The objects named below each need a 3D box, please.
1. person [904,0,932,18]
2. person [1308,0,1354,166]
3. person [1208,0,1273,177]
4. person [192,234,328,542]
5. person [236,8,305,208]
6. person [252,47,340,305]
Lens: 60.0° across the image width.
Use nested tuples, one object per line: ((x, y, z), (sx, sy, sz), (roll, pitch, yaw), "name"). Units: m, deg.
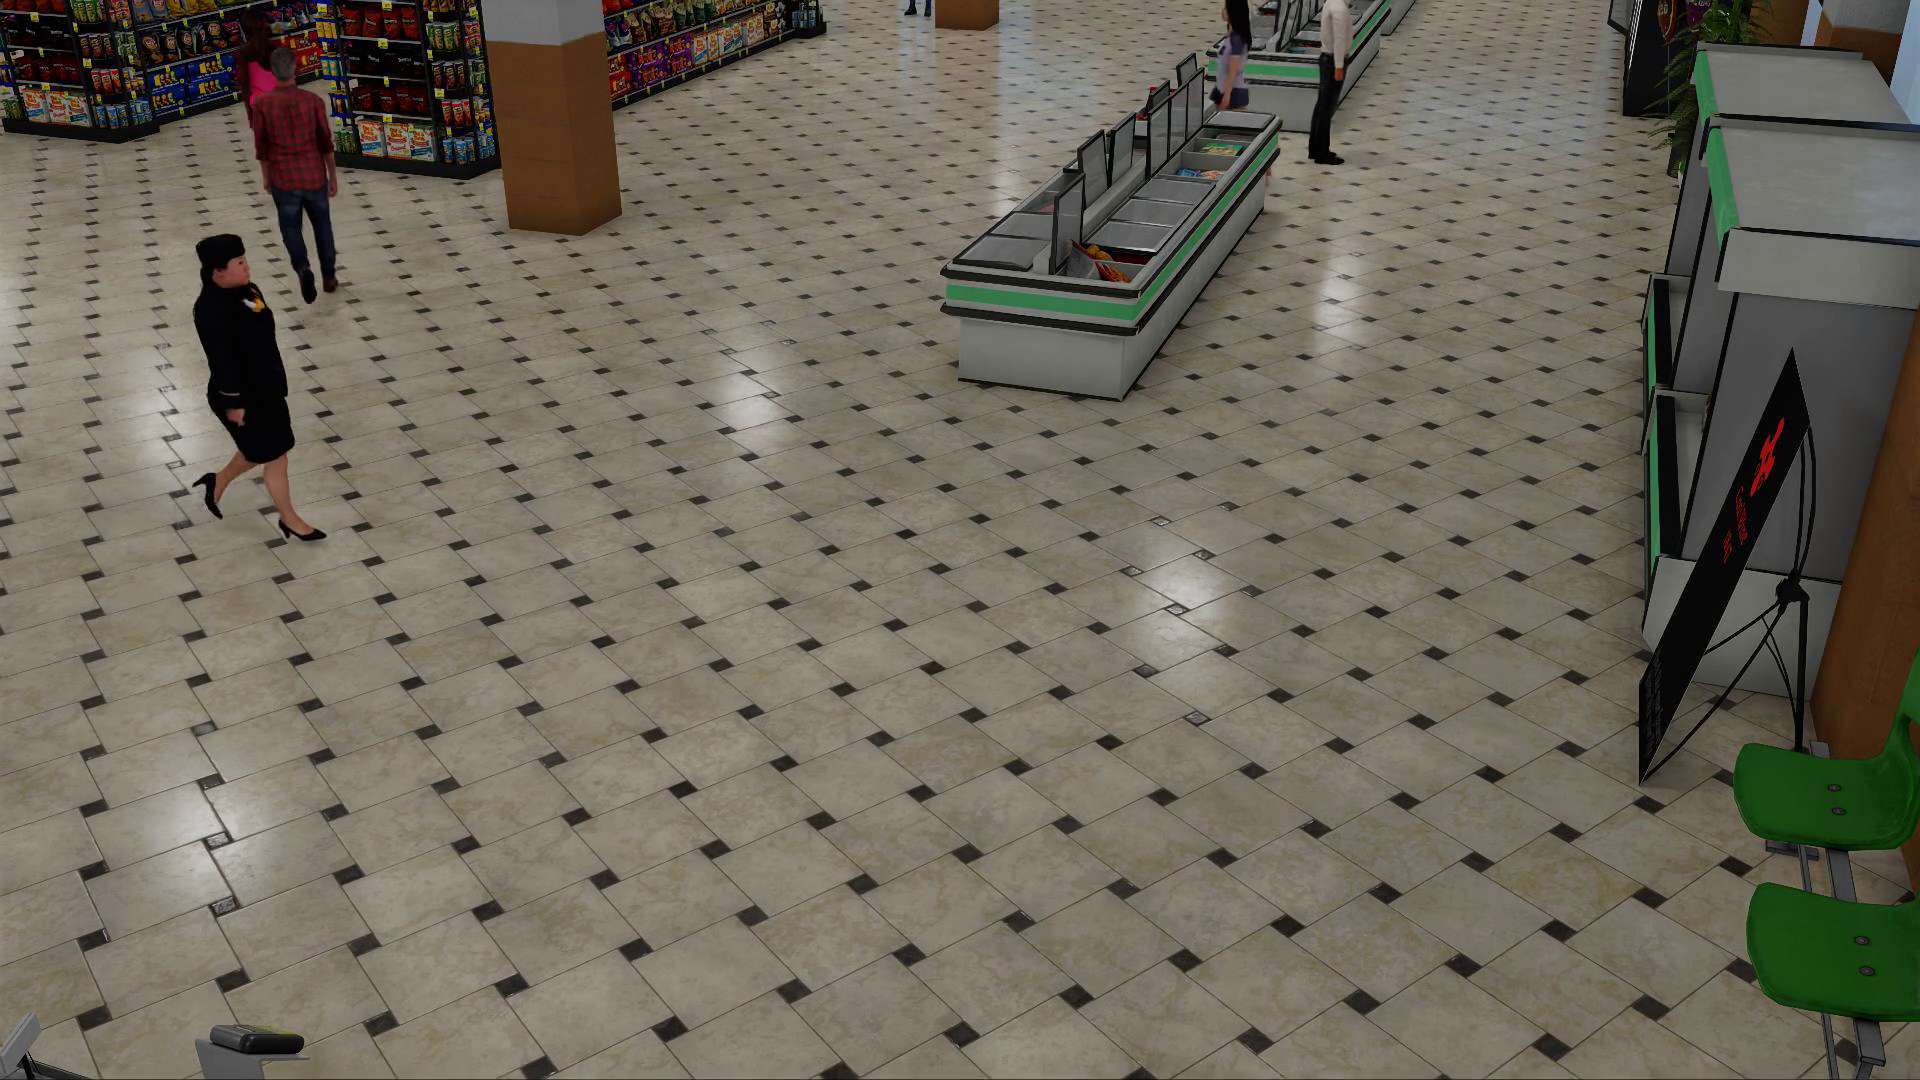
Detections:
((-0.552, -8.151, 23.117), (0.611, 1.684, 0.535), (7, 28, 14), "person")
((3.529, -4.513, 15.803), (0.777, 1.811, 0.604), (1, 27, 1), "person")
((2.522, -4.021, 14.995), (0.955, 1.664, 1.129), (-1, 27, -2), "person")
((-3.714, -0.744, 8.541), (0.914, 1.657, 0.959), (2, 27, 4), "person")
((-5.867, -3.627, 14.178), (1.015, 1.701, 1.014), (-16, 31, -28), "person")
((-4.787, -2.601, 12.033), (1.074, 1.810, 1.149), (-10, 29, -19), "person")
